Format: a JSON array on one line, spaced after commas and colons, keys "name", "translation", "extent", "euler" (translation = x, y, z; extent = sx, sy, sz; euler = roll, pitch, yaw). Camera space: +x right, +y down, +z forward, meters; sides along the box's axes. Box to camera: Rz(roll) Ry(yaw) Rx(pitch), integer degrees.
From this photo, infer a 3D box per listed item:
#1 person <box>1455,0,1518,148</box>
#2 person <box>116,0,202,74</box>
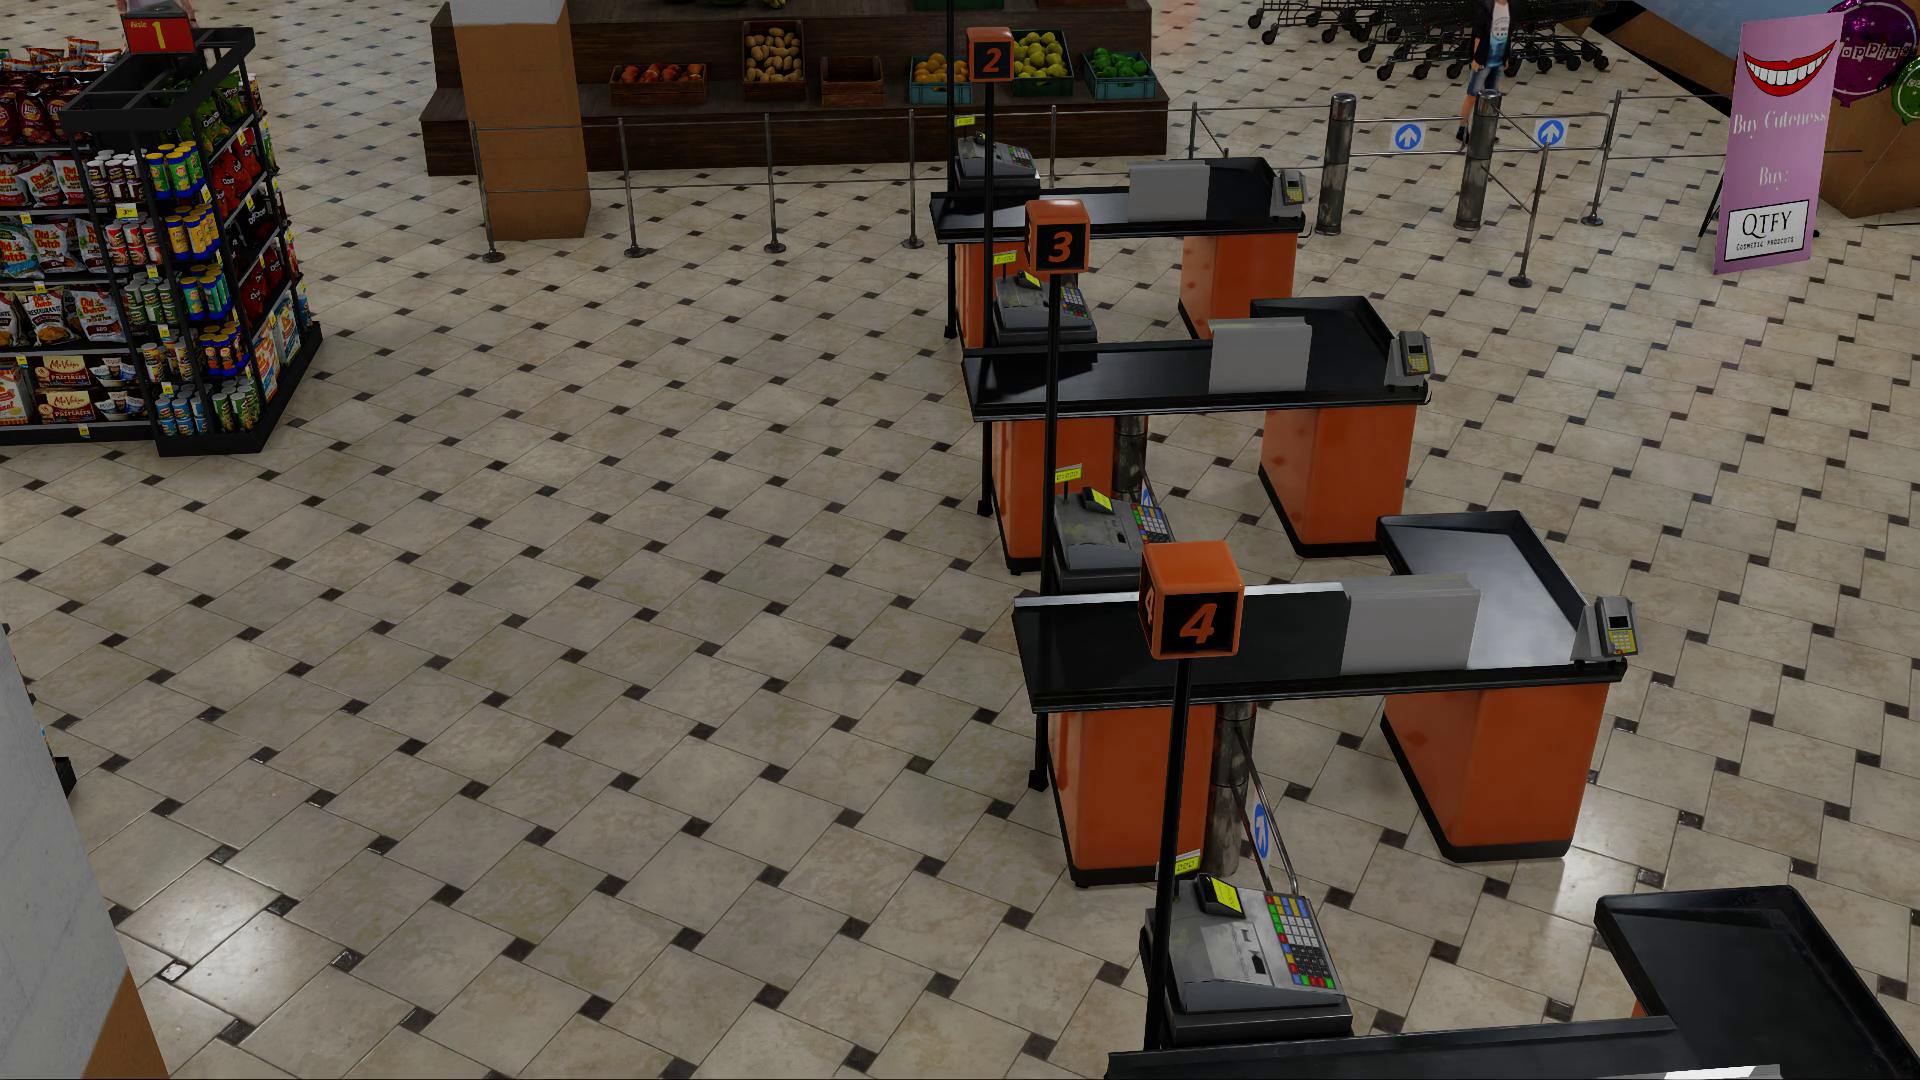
[{"name": "person", "translation": [4.361, -3.982, 13.692], "extent": [0.538, 1.445, 0.653], "euler": [-13, 34, -20]}, {"name": "person", "translation": [-6.569, -4.239, 13.737], "extent": [0.772, 1.833, 0.922], "euler": [-9, 33, -14]}]
